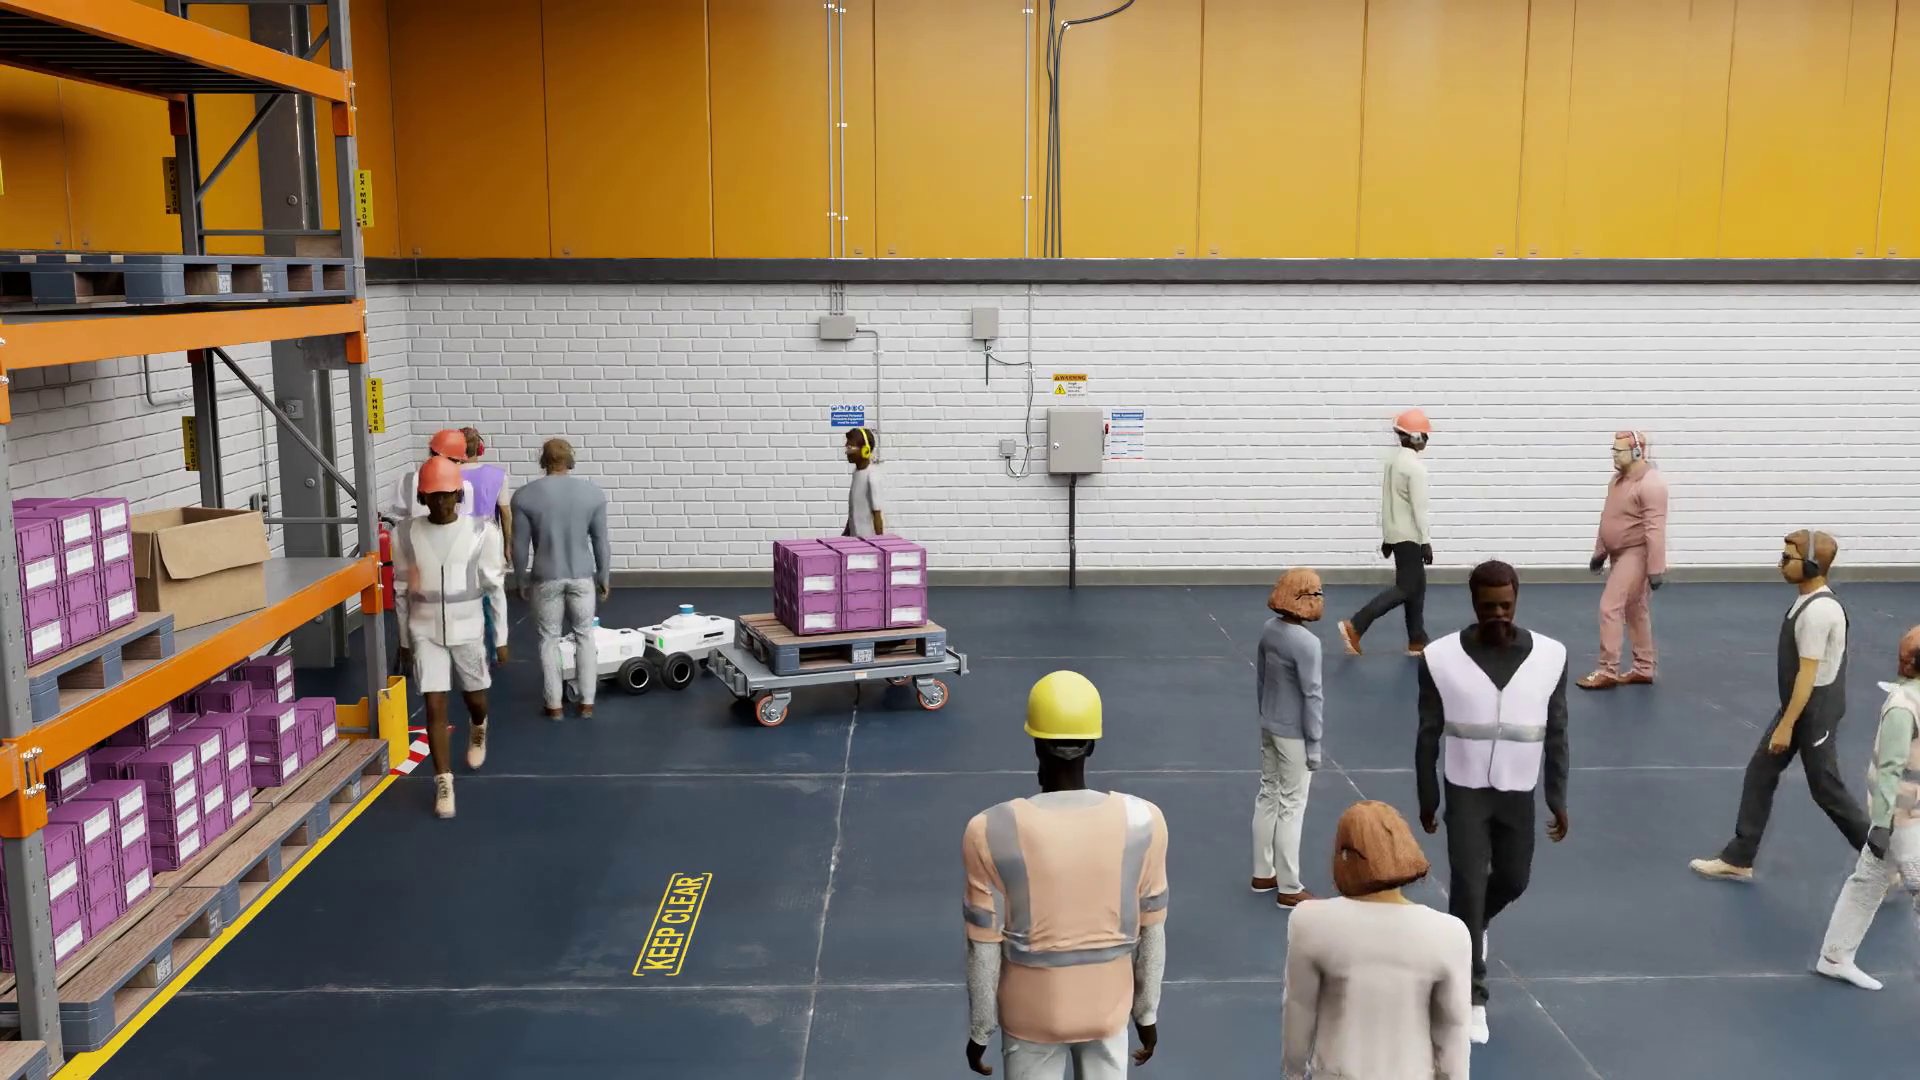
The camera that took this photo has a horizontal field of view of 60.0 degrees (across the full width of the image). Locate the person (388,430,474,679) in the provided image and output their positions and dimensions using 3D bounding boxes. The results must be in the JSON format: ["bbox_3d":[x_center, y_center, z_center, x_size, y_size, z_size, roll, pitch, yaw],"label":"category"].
[{"bbox_3d":[-3.831,0.139,12.065,0.659,1.883,0.386,0,9,0],"label":"person"}]

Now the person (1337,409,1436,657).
[{"bbox_3d":[3.387,-0.037,12.896,0.858,1.965,0.619,0,9,-2],"label":"person"}]

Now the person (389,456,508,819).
[{"bbox_3d":[-2.905,0.493,9.524,0.620,2.011,0.955,-2,9,-12],"label":"person"}]

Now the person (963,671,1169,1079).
[{"bbox_3d":[0.290,1.316,4.701,0.586,1.928,0.364,-2,9,-11],"label":"person"}]

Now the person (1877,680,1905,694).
[{"bbox_3d":[6.877,0.350,11.339,0.925,1.690,0.497,2,9,12],"label":"person"}]

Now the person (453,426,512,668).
[{"bbox_3d":[-3.677,0.071,12.576,0.566,1.850,0.389,-3,10,-19],"label":"person"}]

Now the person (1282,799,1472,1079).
[{"bbox_3d":[1.126,1.510,4.503,0.497,1.605,0.726,1,9,8],"label":"person"}]

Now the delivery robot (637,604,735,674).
[{"bbox_3d":[-2.014,0.720,12.269,0.707,0.478,0.477,-9,13,-44],"label":"delivery robot"}]

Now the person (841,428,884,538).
[{"bbox_3d":[-0.710,0.028,12.910,0.941,1.834,0.533,-2,10,-14],"label":"person"}]

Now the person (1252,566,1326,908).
[{"bbox_3d":[1.580,0.932,7.953,0.280,1.632,0.501,-3,10,-17],"label":"person"}]

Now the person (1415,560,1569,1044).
[{"bbox_3d":[2.151,0.994,6.805,0.593,1.894,0.830,1,9,4],"label":"person"}]

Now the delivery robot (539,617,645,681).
[{"bbox_3d":[-2.616,0.791,11.829,0.707,0.478,0.477,-7,11,-36],"label":"delivery robot"}]

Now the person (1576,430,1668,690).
[{"bbox_3d":[4.735,0.141,12.029,0.760,1.880,0.674,0,9,3],"label":"person"}]

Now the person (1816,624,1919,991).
[{"bbox_3d":[3.961,1.138,6.771,0.831,1.591,0.541,8,12,40],"label":"person"}]

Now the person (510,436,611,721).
[{"bbox_3d":[-2.685,0.270,11.203,0.654,1.932,0.425,-3,10,-19],"label":"person"}]

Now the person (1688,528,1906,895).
[{"bbox_3d":[4.129,0.839,8.007,0.939,1.808,0.522,3,10,19],"label":"person"}]
